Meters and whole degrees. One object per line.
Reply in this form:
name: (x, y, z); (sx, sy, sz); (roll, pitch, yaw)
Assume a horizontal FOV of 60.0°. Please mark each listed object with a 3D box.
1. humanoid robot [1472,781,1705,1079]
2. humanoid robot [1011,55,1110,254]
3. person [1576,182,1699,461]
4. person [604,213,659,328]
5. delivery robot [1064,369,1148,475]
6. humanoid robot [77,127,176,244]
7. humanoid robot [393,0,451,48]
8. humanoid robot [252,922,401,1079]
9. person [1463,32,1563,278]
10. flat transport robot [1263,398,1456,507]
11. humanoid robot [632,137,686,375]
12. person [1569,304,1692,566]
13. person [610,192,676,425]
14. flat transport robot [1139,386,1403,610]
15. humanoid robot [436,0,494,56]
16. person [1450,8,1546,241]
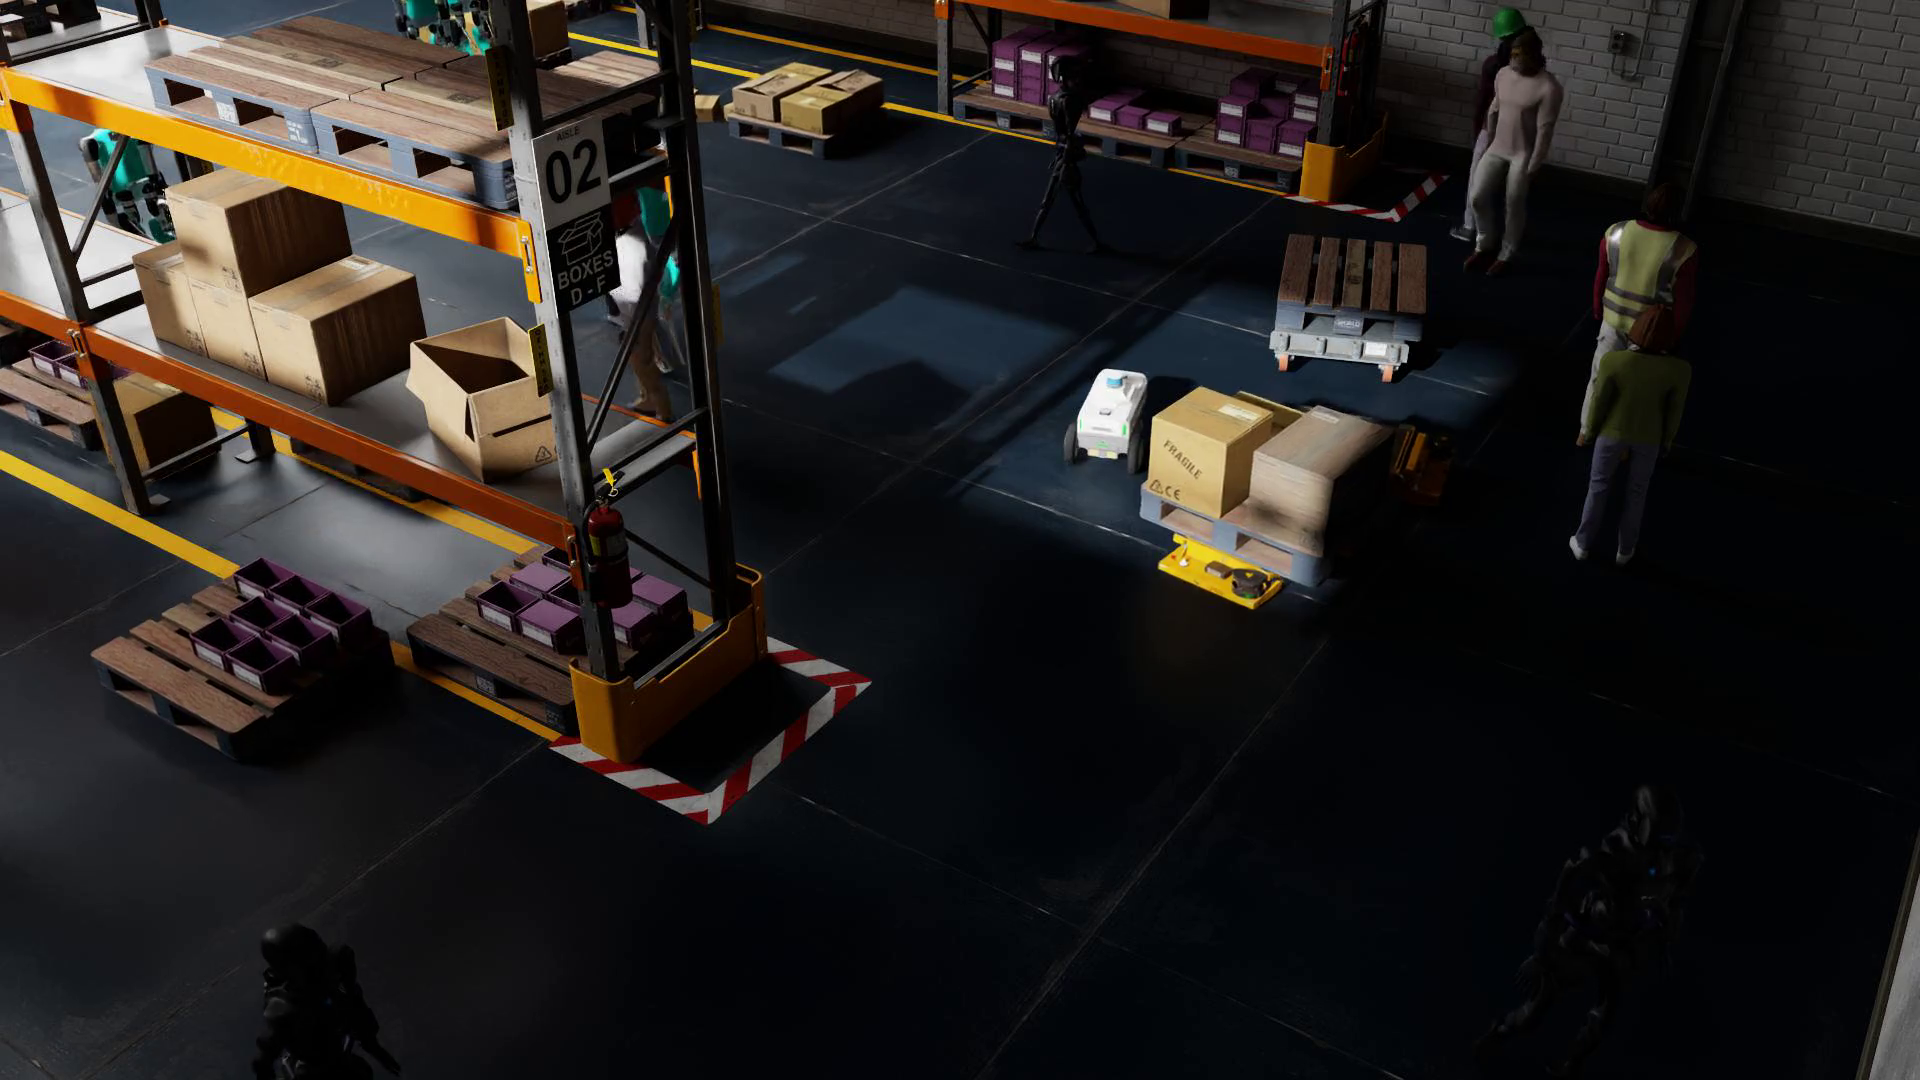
humanoid robot: (2.397, 1.492, 6.296); (0.608, 1.645, 0.477); (-5, 33, -7)
humanoid robot: (0.830, -3.055, 13.330); (0.811, 1.621, 0.616); (-2, 33, -3)
person: (4.305, -1.382, 10.557); (0.625, 1.844, 0.429); (27, 42, 35)
person: (-2.462, -2.390, 12.114); (0.521, 1.830, 0.535); (16, 36, 23)
delivery robot: (0.986, -0.785, 10.836); (0.500, 0.614, 0.785); (9, 34, 14)
humanoid robot: (-5.767, -2.226, 11.965); (0.882, 1.778, 0.544); (16, 36, 23)
humanoid robot: (-5.210, -4.818, 15.956); (0.572, 1.791, 0.885); (-25, 40, -33)
humanoid robot: (-2.160, 1.898, 5.684); (0.689, 1.630, 0.610); (8, 34, 11)
person: (4.258, -2.962, 12.922); (0.530, 1.915, 0.631); (-23, 40, -31)
flat transport robot: (2.427, -0.580, 10.764); (1.431, 0.231, 0.659); (13, 35, 19)
humanoid robot: (-2.159, -1.947, 11.556); (0.531, 1.837, 0.692); (-24, 40, -32)
person: (3.831, -0.589, 9.526); (0.499, 1.633, 0.287); (9, 34, 14)
person: (-2.112, -1.504, 10.864); (0.348, 1.711, 0.649); (-7, 34, -11)
flat transport robot: (1.870, -0.069, 9.979); (0.659, 0.231, 1.431); (25, 40, 33)
humanoid robot: (-4.616, -4.842, 15.963); (0.696, 1.770, 0.544); (26, 41, 34)
person: (4.430, -3.322, 13.481); (0.624, 1.909, 0.388); (9, 34, 14)
